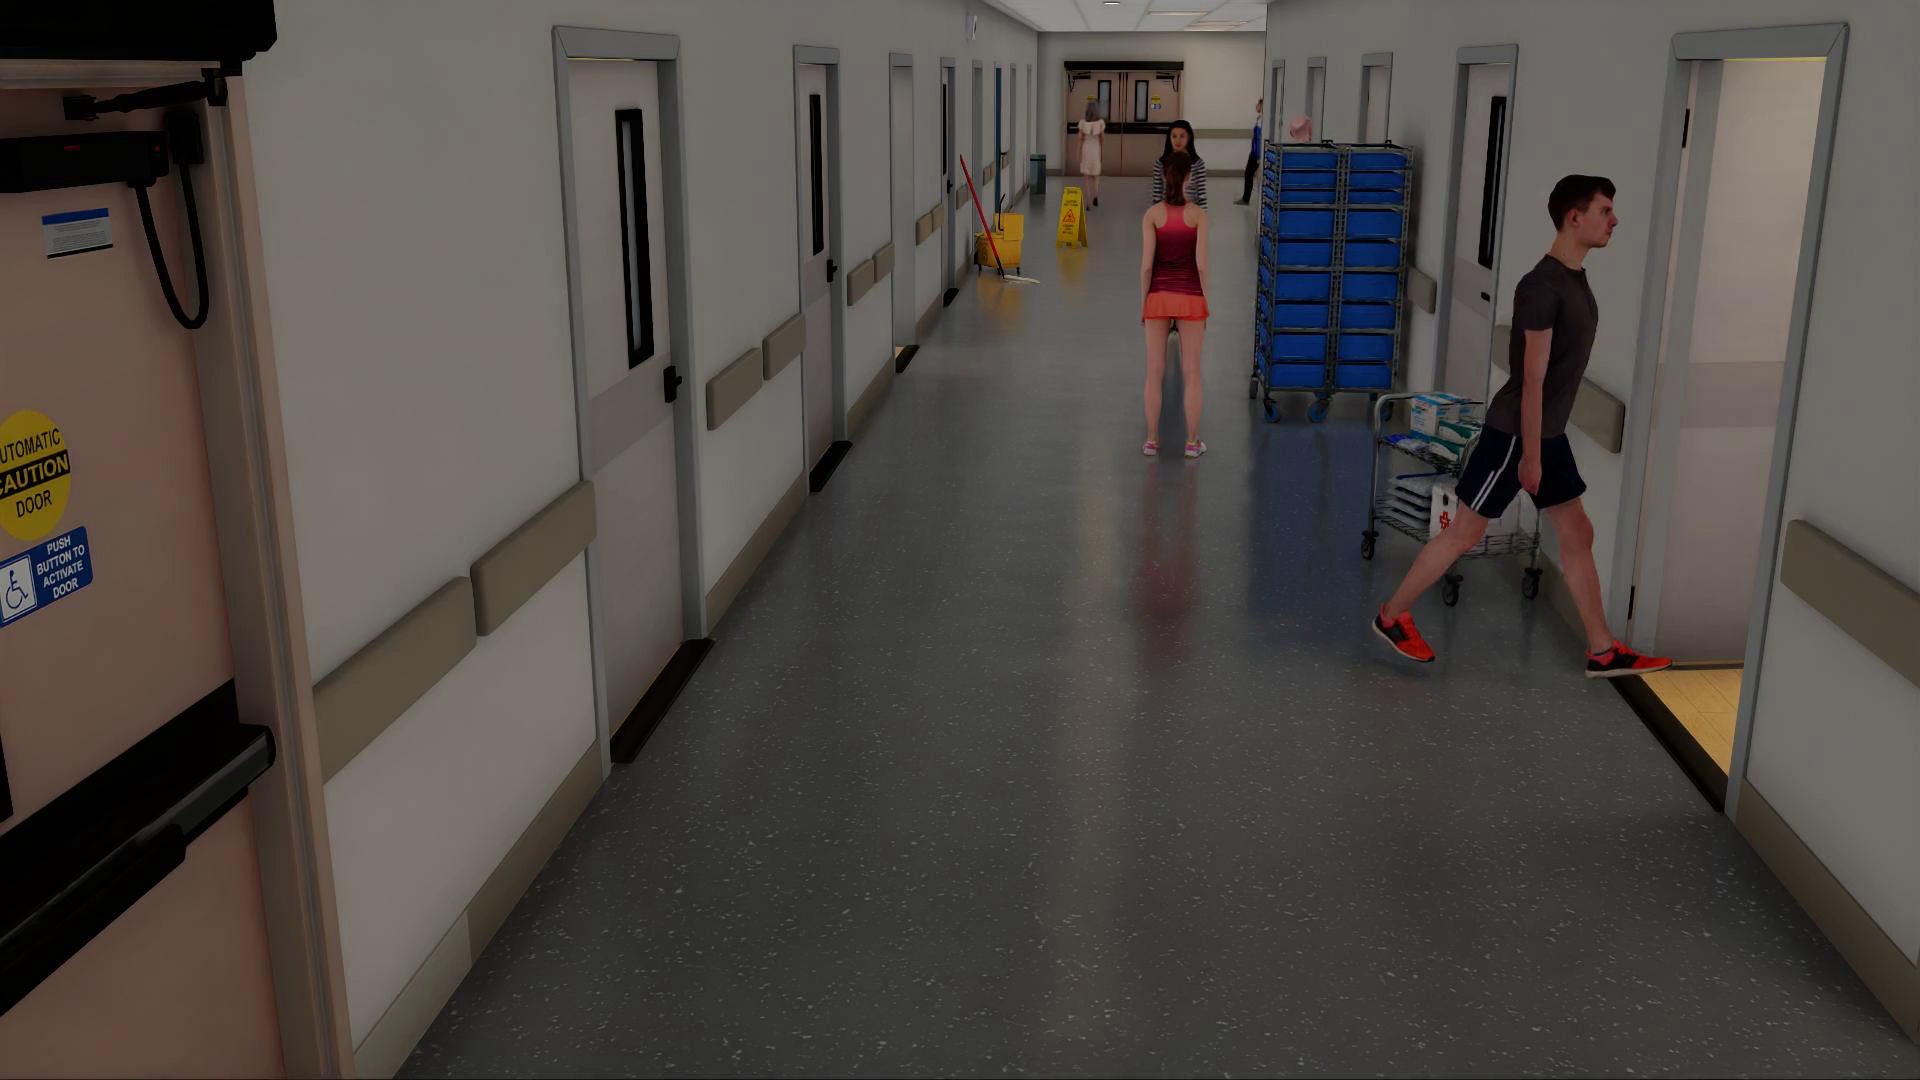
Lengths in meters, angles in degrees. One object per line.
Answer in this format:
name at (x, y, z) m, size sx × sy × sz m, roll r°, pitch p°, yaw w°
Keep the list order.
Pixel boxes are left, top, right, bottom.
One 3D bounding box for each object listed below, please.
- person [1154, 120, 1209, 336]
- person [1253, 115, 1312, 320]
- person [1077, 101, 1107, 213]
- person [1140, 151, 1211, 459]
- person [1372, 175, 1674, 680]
person at (1.846, -2.583, 13.945) m, size 0.644 × 1.747 × 1.087 m, roll 2°, pitch 16°, yaw 7°
person at (2.773, -2.649, 14.062) m, size 0.997 × 1.827 × 0.951 m, roll -8°, pitch 18°, yaw -26°
person at (2.099, -6.090, 26.458) m, size 0.660 × 1.724 × 0.765 m, roll -1°, pitch 16°, yaw -4°
person at (1.239, -1.363, 9.638) m, size 0.593 × 1.753 × 0.579 m, roll 4°, pitch 16°, yaw 13°
person at (1.953, -0.355, 6.000) m, size 1.207 × 1.786 × 1.313 m, roll 12°, pitch 20°, yaw 36°
